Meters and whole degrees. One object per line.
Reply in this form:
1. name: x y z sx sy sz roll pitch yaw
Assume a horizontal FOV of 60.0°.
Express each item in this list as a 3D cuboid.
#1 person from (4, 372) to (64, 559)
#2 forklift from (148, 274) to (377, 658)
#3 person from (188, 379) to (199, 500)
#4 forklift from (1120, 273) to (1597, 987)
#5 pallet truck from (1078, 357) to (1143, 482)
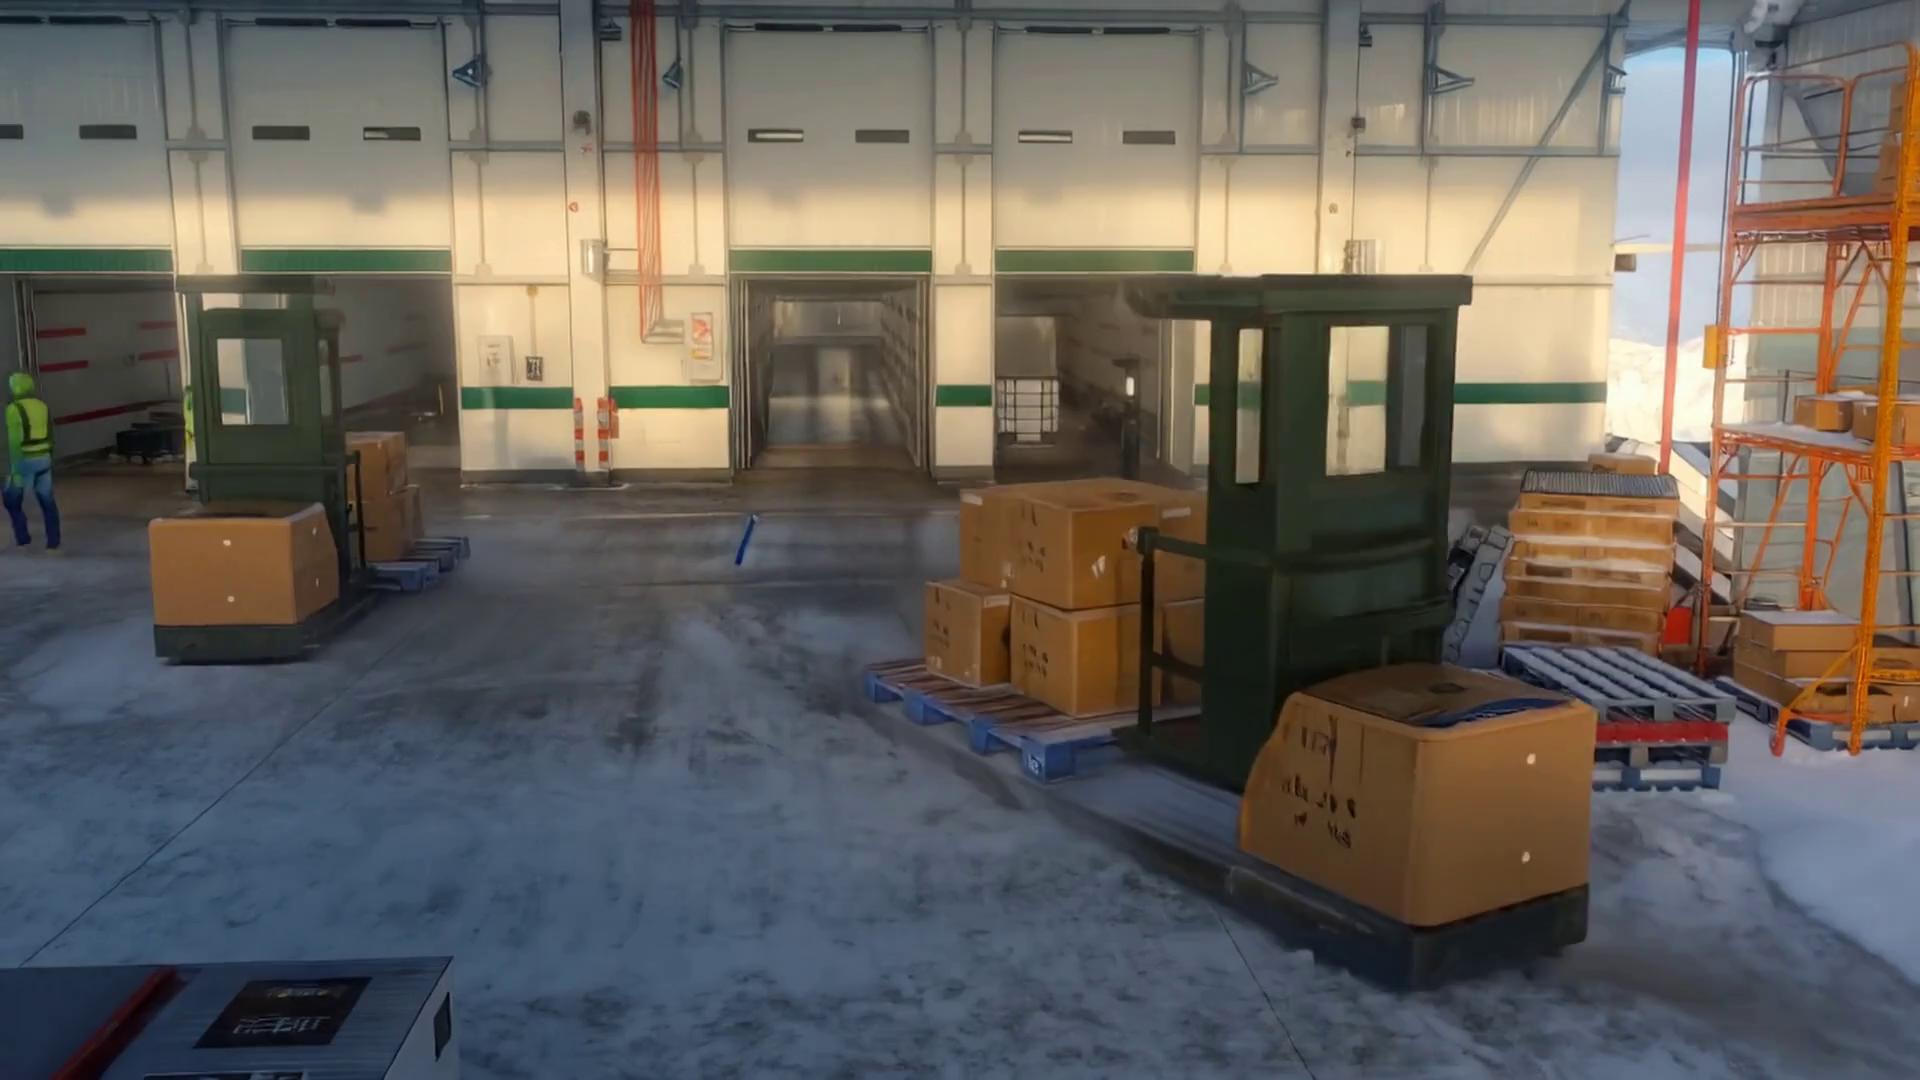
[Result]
1. person: -9.256 -0.729 16.494 0.675 1.860 0.604 2 9 12
2. forklift: -5.348 -0.627 12.681 1.129 2.768 1.873 -1 9 -4
3. person: -9.313 -1.252 20.499 0.371 1.626 0.537 -2 9 -10
4. forklift: 1.726 0.241 7.232 1.129 2.768 1.873 -5 11 -30
5. pallet truck: 2.088 -0.836 16.757 1.885 1.965 0.823 2 9 13
